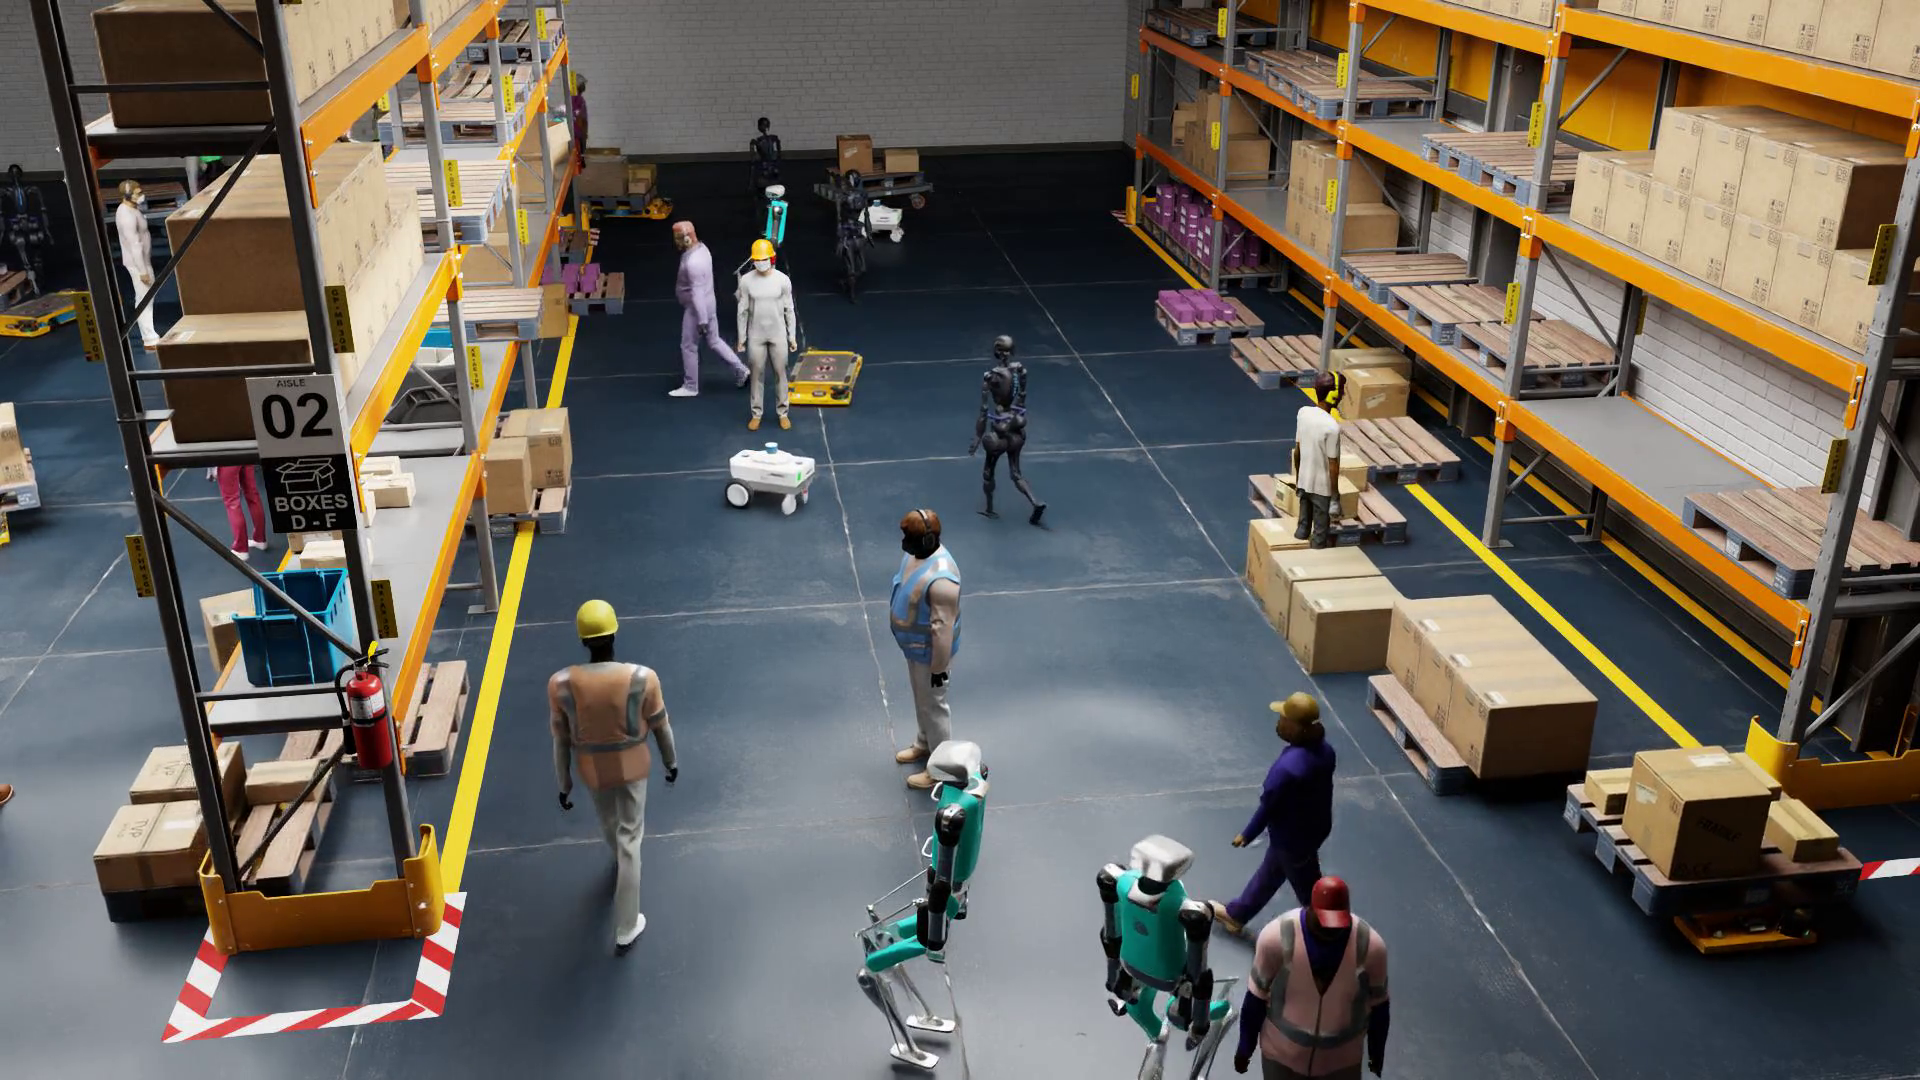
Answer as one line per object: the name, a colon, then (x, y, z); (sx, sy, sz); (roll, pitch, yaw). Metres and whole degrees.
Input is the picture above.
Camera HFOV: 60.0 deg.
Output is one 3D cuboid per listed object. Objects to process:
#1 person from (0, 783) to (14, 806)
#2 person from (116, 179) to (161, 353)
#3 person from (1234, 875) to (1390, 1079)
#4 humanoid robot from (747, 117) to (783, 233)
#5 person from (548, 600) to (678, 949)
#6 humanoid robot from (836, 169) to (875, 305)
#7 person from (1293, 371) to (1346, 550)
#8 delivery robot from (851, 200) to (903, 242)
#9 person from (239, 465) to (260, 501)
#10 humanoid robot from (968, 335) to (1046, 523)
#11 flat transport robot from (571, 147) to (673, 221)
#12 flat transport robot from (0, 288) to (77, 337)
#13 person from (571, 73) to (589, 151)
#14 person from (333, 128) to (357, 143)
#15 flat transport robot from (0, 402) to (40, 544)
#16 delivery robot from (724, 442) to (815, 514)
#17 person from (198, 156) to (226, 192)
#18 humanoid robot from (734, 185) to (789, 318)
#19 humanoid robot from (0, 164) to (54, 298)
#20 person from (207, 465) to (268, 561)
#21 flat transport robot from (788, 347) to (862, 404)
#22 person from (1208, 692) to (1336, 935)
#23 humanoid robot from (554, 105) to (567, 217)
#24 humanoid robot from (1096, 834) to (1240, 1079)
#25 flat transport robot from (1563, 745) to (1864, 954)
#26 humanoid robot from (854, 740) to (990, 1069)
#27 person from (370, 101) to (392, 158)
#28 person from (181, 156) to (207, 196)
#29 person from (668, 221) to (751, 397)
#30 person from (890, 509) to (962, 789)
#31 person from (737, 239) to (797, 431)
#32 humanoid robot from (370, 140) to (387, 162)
person: (-6.121, 0.746, 9.832); (0.615, 1.997, 0.374); (0, 24, -1)
person: (-9.147, -3.060, 18.576); (0.352, 1.936, 0.632); (-11, 26, -23)
person: (1.472, 2.131, 6.991); (0.622, 1.738, 0.427); (5, 24, 10)
humanoid robot: (-2.777, -5.215, 23.794); (0.590, 1.649, 0.359); (-21, 31, -39)
person: (-1.855, 1.185, 8.997); (0.623, 1.855, 1.037); (-1, 24, -3)
humanoid robot: (-1.363, -3.746, 20.458); (0.461, 1.638, 0.589); (20, 30, 38)
person: (2.708, -0.379, 12.560); (0.328, 1.865, 0.516); (-11, 26, -23)
delivery robot: (-1.190, -4.531, 23.641); (0.796, 0.592, 0.499); (2, 24, 4)
person: (-6.551, -1.274, 14.812); (0.570, 1.704, 0.908); (-12, 26, -24)
humanoid robot: (0.404, -0.918, 14.043); (0.600, 1.641, 0.647); (-22, 32, -40)
flat transport robot: (-5.093, -4.994, 25.055); (1.431, 0.231, 0.659); (0, 24, 1)
flat transport robot: (-10.869, -2.710, 19.851); (0.659, 0.231, 1.431); (5, 24, 11)
person: (-6.067, -6.523, 26.595); (0.379, 1.835, 0.608); (-1, 24, -2)
person: (-8.557, -5.060, 23.393); (0.599, 1.723, 0.591); (-1, 24, -1)
flat transport robot: (-8.534, -0.233, 14.210); (0.659, 0.231, 1.431); (-13, 27, -27)
delivery robot: (-1.681, -0.552, 14.604); (0.785, 0.613, 0.525); (8, 25, 18)
person: (-8.971, -3.853, 20.377); (0.528, 1.934, 0.519); (-4, 24, -8)
humanoid robot: (-2.331, -3.132, 19.088); (0.786, 1.853, 0.542); (-2, 24, -4)
humanoid robot: (-11.724, -3.873, 20.821); (0.609, 1.632, 0.796); (-17, 29, -34)
person: (-5.878, -0.635, 13.434); (0.291, 1.626, 0.504); (8, 25, 17)
flat transport robot: (-1.430, -1.739, 17.639); (0.659, 0.231, 1.431); (1, 24, 2)
person: (1.700, 1.511, 8.605); (0.881, 1.567, 0.460); (14, 27, 29)
humanoid robot: (-5.951, -5.390, 24.138); (0.784, 1.780, 0.530); (-3, 24, -7)
humanoid robot: (0.981, 1.952, 7.405); (0.549, 1.728, 0.971); (16, 29, 33)
flat transport robot: (4.167, 1.836, 9.494); (0.659, 0.231, 1.431); (-3, 24, -7)
humanoid robot: (-0.230, 1.702, 7.870); (0.729, 1.710, 0.530); (6, 24, 14)
person: (-9.115, -6.315, 26.412); (0.835, 1.589, 0.494); (-8, 25, -18)
person: (-11.635, -6.005, 25.403); (0.626, 1.842, 0.430); (-22, 32, -40)
person: (-2.596, -2.363, 17.080); (0.832, 1.870, 0.656); (1, 24, 3)
person: (-0.213, 0.657, 10.243); (0.429, 1.836, 0.631); (-6, 25, -14)
person: (-1.883, -1.995, 16.202); (0.580, 1.895, 0.355); (-2, 24, -4)
humanoid robot: (-7.800, -4.503, 22.183); (0.588, 1.639, 0.508); (19, 30, 37)
